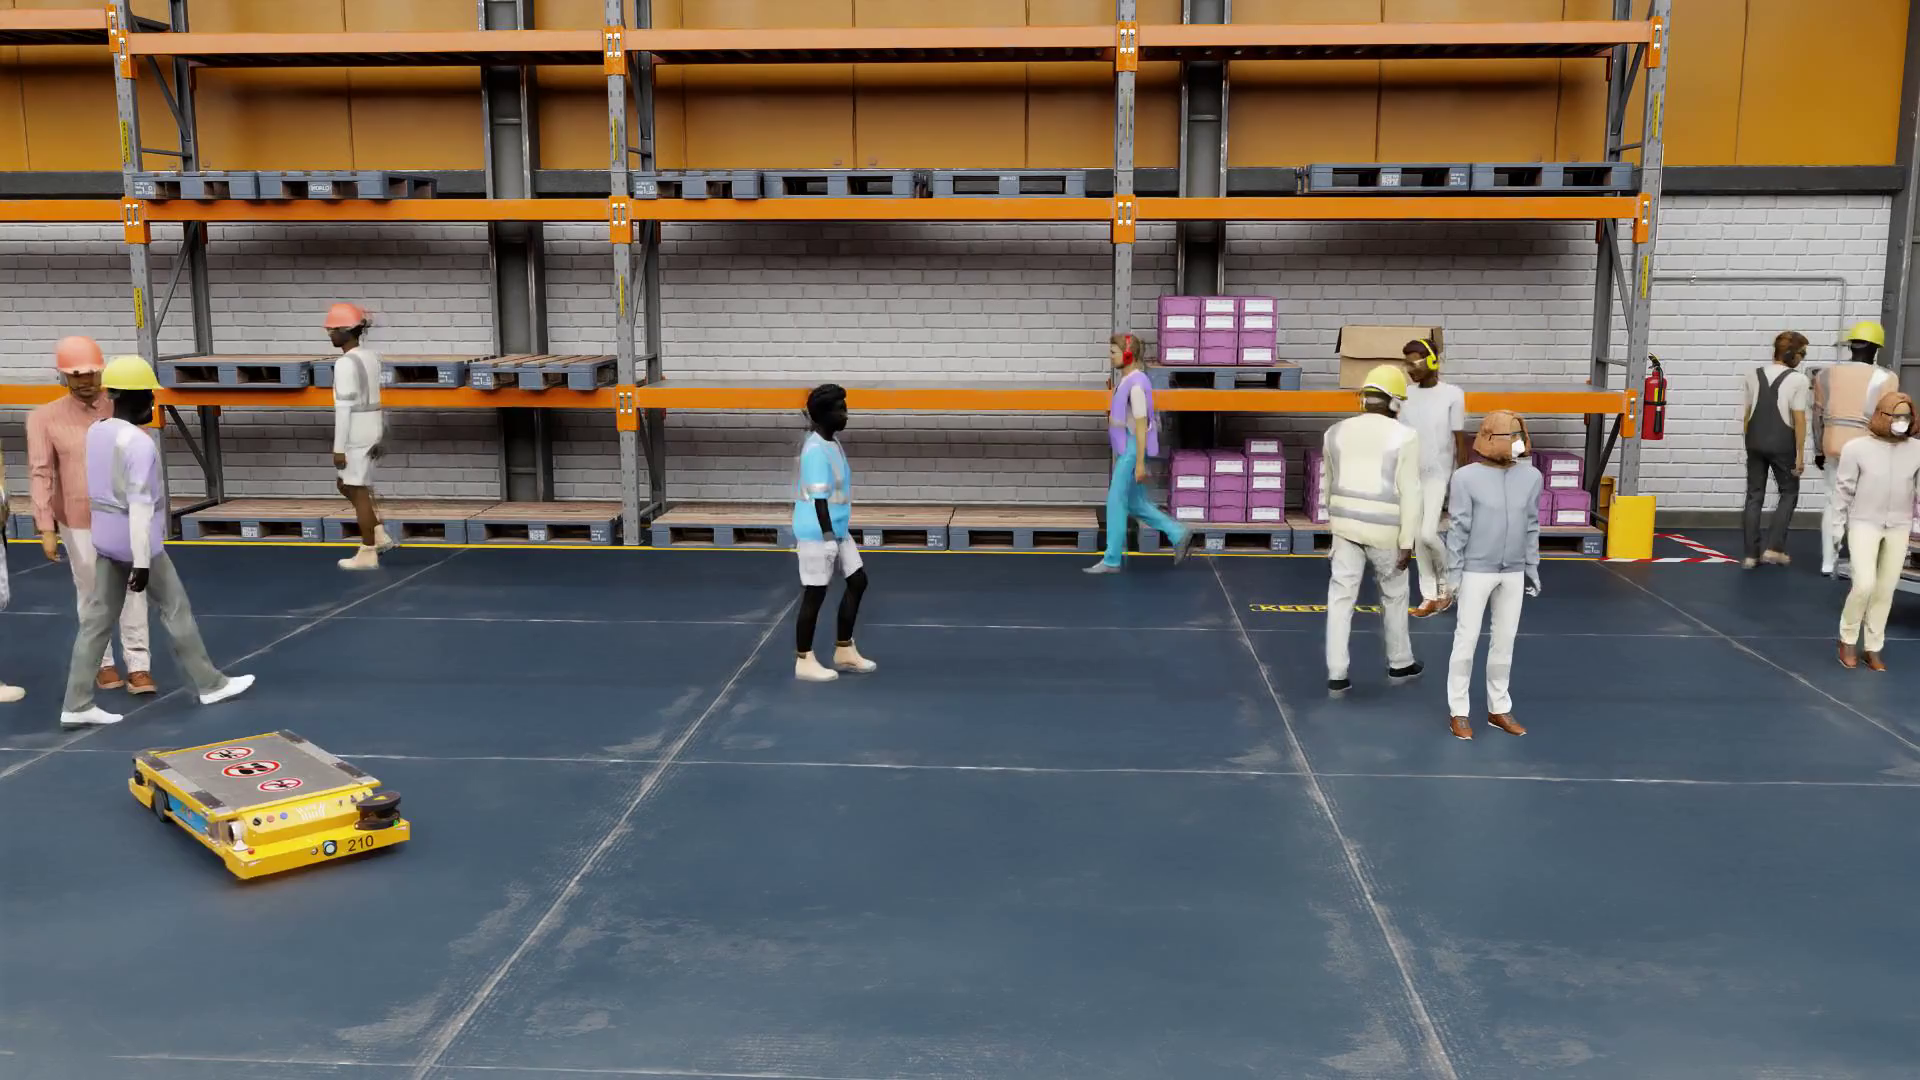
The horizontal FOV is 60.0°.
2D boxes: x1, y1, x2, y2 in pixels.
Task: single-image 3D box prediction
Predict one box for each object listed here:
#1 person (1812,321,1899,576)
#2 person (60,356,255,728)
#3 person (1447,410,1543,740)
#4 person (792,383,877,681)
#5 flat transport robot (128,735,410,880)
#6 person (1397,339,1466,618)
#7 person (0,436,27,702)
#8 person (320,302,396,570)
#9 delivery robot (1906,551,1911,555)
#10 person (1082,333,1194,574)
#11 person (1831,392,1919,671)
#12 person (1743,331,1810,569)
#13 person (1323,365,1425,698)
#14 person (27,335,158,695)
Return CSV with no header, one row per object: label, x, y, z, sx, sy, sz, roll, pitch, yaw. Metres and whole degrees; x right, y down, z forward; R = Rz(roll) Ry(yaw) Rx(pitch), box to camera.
person,6.650,-0.669,12.364,0.553,1.904,0.620,-8,13,-40
person,-4.216,-0.002,8.531,0.591,1.877,0.989,7,12,34
person,2.642,0.169,8.233,0.505,1.635,0.277,-2,10,-14
person,-0.676,-0.031,9.279,0.572,1.673,0.547,1,10,8
flat transport robot,-2.925,1.066,6.971,0.652,0.197,1.431,-9,13,-41
person,3.066,-0.400,10.946,0.402,1.840,0.534,-10,14,-44
person,-5.386,-0.029,8.865,0.619,1.821,0.649,0,10,-1
person,-4.585,-0.768,12.557,0.420,2.032,0.633,0,10,-2
delivery robot,6.917,0.014,12.029,0.477,0.478,0.707,-5,11,-29
person,1.346,-0.635,12.422,0.781,1.821,0.572,0,10,-1
person,5.266,-0.040,9.506,0.512,1.616,0.405,1,10,7
person,6.198,-0.670,12.630,0.466,1.822,0.501,-8,13,-40
person,2.275,-0.059,9.109,0.621,1.783,0.845,8,12,39
person,-4.611,-0.114,8.931,0.644,1.960,0.815,-7,12,-36
